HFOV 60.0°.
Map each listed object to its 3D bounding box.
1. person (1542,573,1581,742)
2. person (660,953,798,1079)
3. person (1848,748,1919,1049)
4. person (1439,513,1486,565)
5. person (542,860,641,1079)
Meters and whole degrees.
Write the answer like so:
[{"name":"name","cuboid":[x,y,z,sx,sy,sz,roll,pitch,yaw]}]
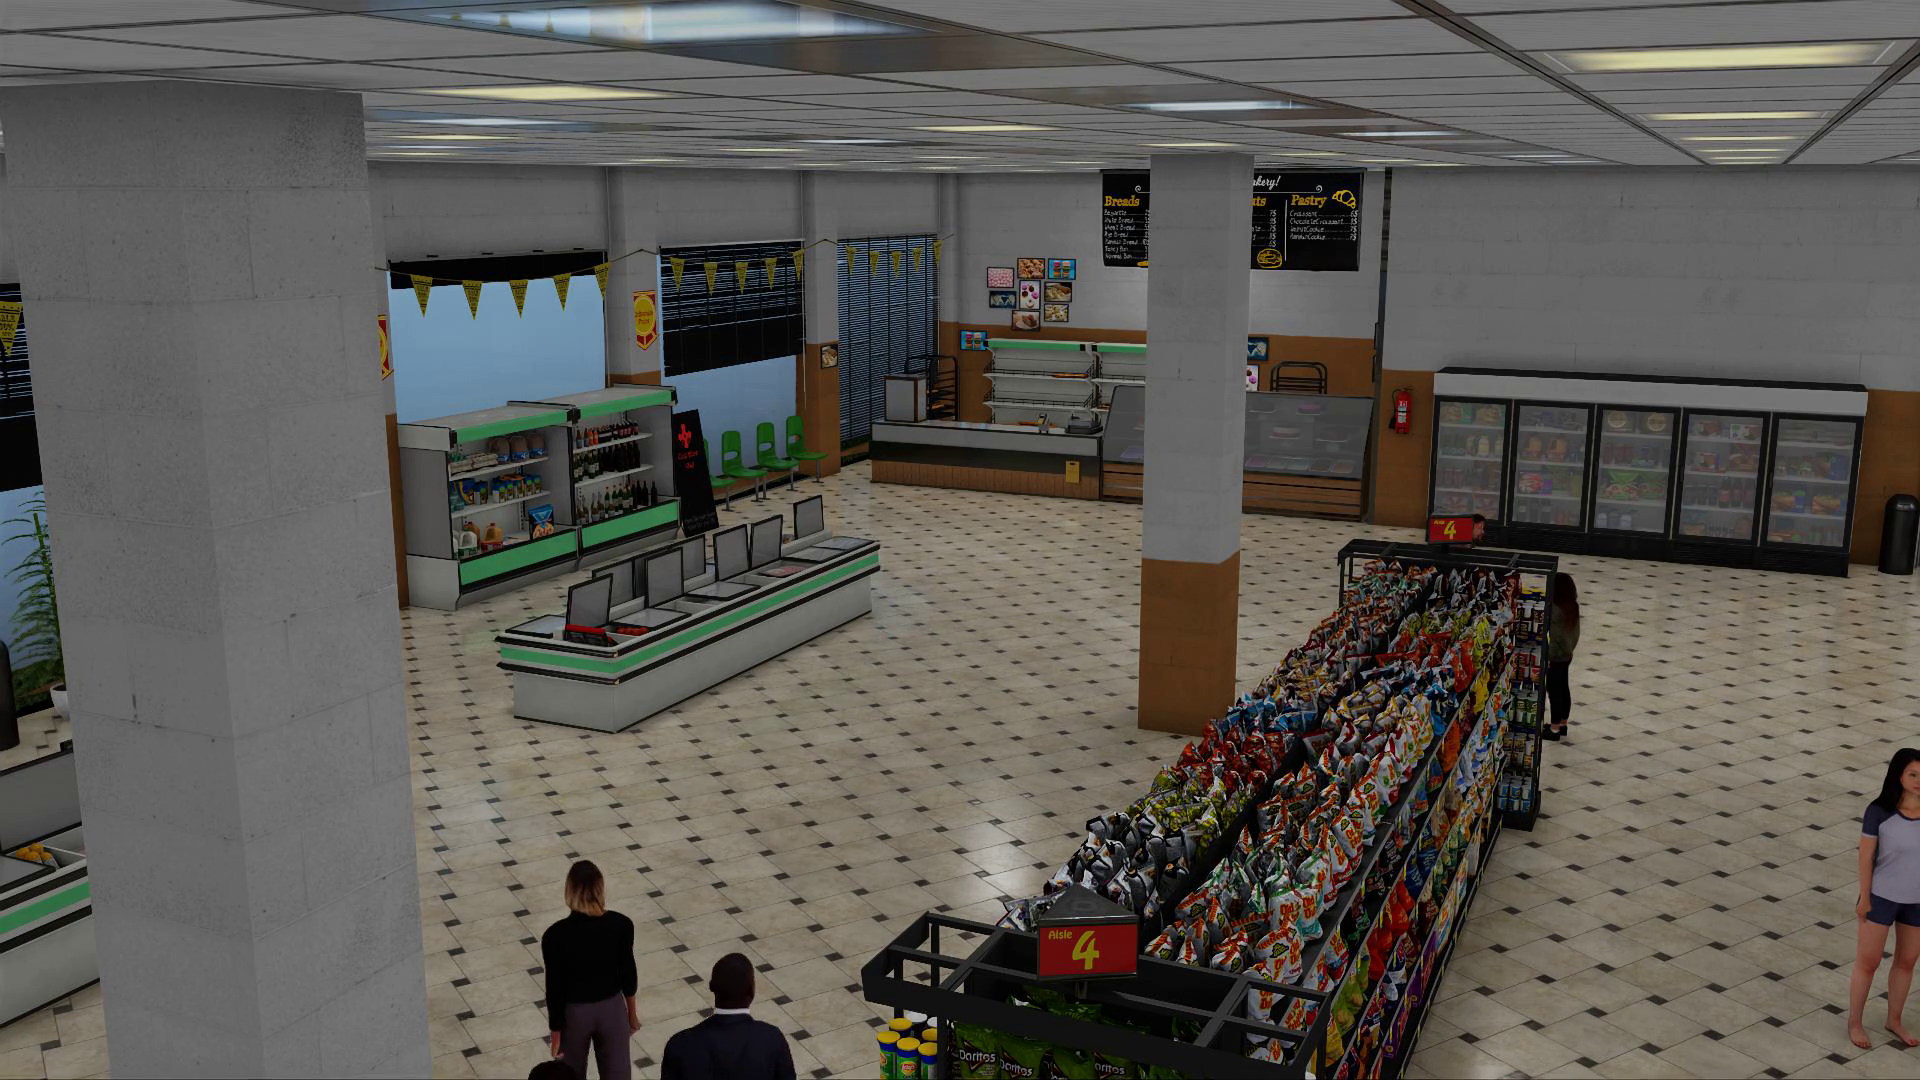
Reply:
[{"name":"person","cuboid":[5.195,0.999,14.421,0.699,1.475,0.550,11,16,42]},{"name":"person","cuboid":[-0.889,2.514,6.410,0.813,1.811,0.796,0,12,-1]},{"name":"person","cuboid":[5.203,1.972,9.239,0.675,1.706,0.681,-1,12,-3]},{"name":"person","cuboid":[4.448,0.644,15.276,1.107,1.818,1.011,-11,16,-41]},{"name":"person","cuboid":[-1.689,2.322,7.734,1.034,1.641,1.052,-5,13,-24]}]
